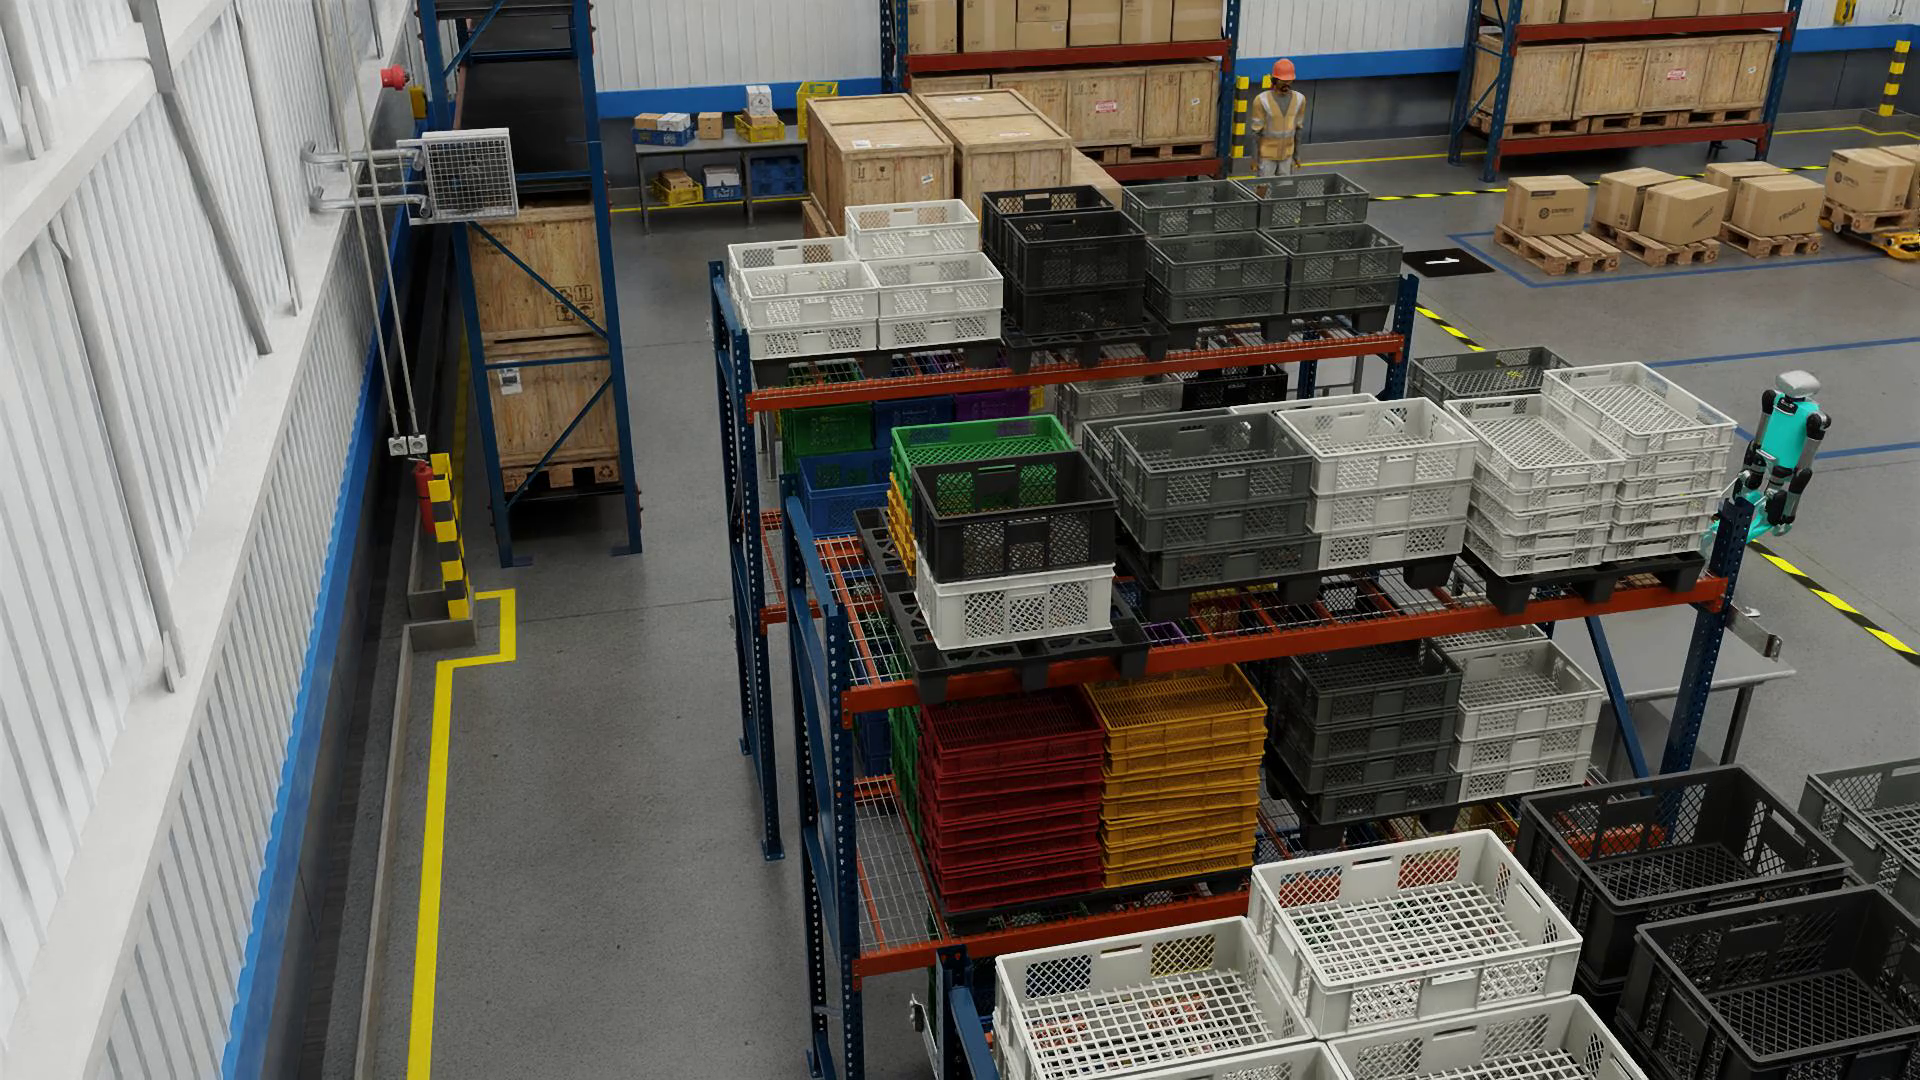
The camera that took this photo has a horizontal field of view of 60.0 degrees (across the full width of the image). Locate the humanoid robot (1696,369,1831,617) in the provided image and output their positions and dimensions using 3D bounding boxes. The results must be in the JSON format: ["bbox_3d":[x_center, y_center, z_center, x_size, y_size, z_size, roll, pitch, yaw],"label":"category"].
[{"bbox_3d":[5.108,-0.276,10.850,0.735,1.677,0.533,-7,29,-13],"label":"humanoid robot"}]

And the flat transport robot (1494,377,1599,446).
[{"bbox_3d":[4.780,-1.036,14.013,0.659,0.231,1.431,-6,28,-12],"label":"flat transport robot"}]

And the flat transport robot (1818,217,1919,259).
[{"bbox_3d":[10.321,-3.473,18.606,0.652,0.197,1.431,-6,28,-12],"label":"flat transport robot"}]

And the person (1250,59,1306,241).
[{"bbox_3d":[3.451,-4.206,18.127,0.606,2.043,0.376,-8,29,-14],"label":"person"}]
